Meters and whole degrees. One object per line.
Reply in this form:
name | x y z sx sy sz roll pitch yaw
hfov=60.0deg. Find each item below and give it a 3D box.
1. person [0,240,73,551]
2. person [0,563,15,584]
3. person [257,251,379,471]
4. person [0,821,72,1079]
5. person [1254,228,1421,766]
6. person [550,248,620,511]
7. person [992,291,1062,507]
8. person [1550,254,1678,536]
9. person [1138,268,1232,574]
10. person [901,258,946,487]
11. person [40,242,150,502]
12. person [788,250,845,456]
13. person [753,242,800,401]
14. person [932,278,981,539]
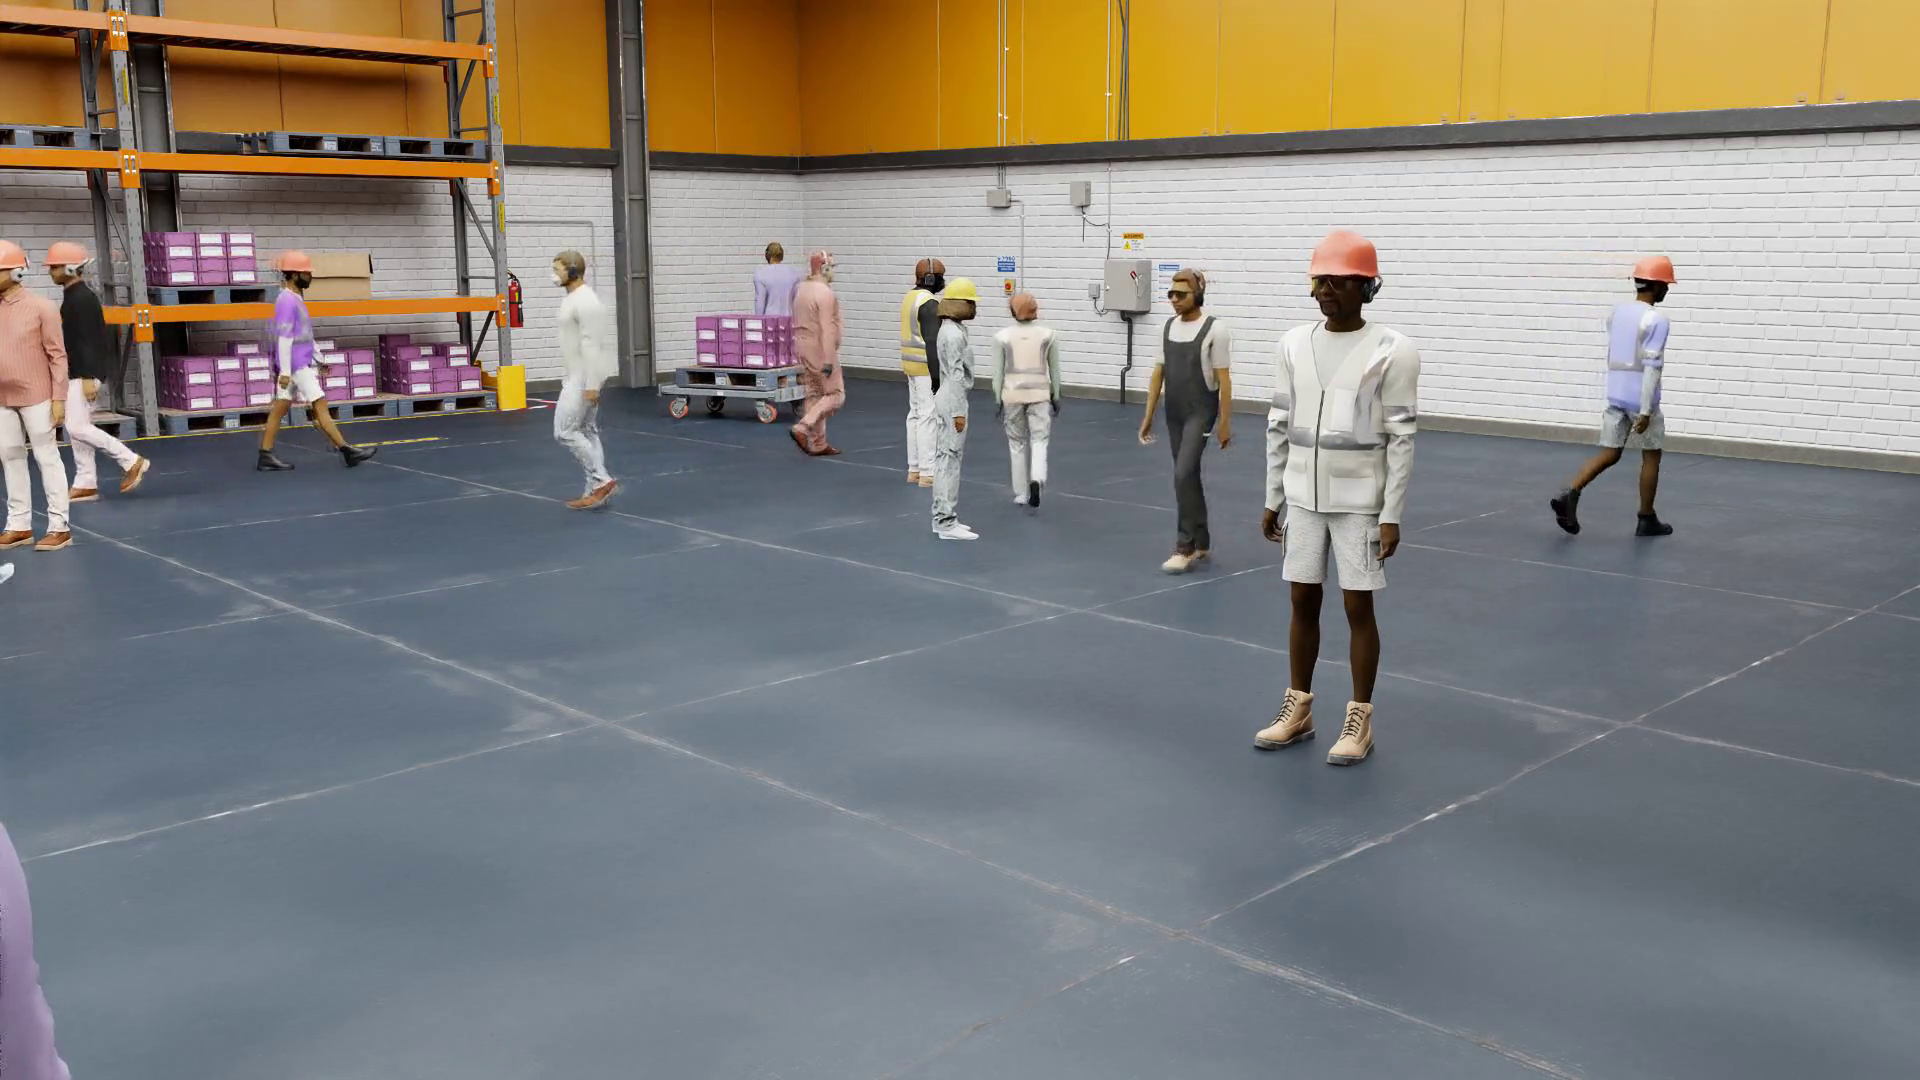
person | -6.032 -0.915 10.666 0.623 1.989 0.399 2 11 10
person | -5.576 -0.507 8.829 0.663 1.844 1.028 5 12 27
person | -5.604 -1.528 14.292 1.024 1.877 0.555 -4 11 -21
person | -1.075 0.812 1.484 0.638 1.910 0.407 -2 11 -10
person | 1.437 -0.161 6.404 0.608 2.048 0.365 9 13 39
person | -2.783 -1.148 12.132 0.450 1.926 0.646 -4 11 -19
person | 0.497 -1.023 12.296 0.519 1.622 0.583 0 10 0
person | 4.420 -0.945 11.082 0.828 1.909 0.547 -4 11 -21
person | 1.324 -0.716 10.043 0.718 1.819 0.504 -8 13 -39
person | -0.253 -1.353 13.471 0.429 1.840 0.634 -3 11 -18
person | -6.618 -1.268 12.633 0.575 1.974 0.635 -7 13 -34
person | -1.305 -1.674 15.097 0.517 1.892 0.651 -6 12 -29
person | -2.251 -2.667 20.366 0.632 1.940 0.372 -8 13 -38
person | -0.021 -0.880 11.161 0.322 1.741 0.489 -1 10 -7
